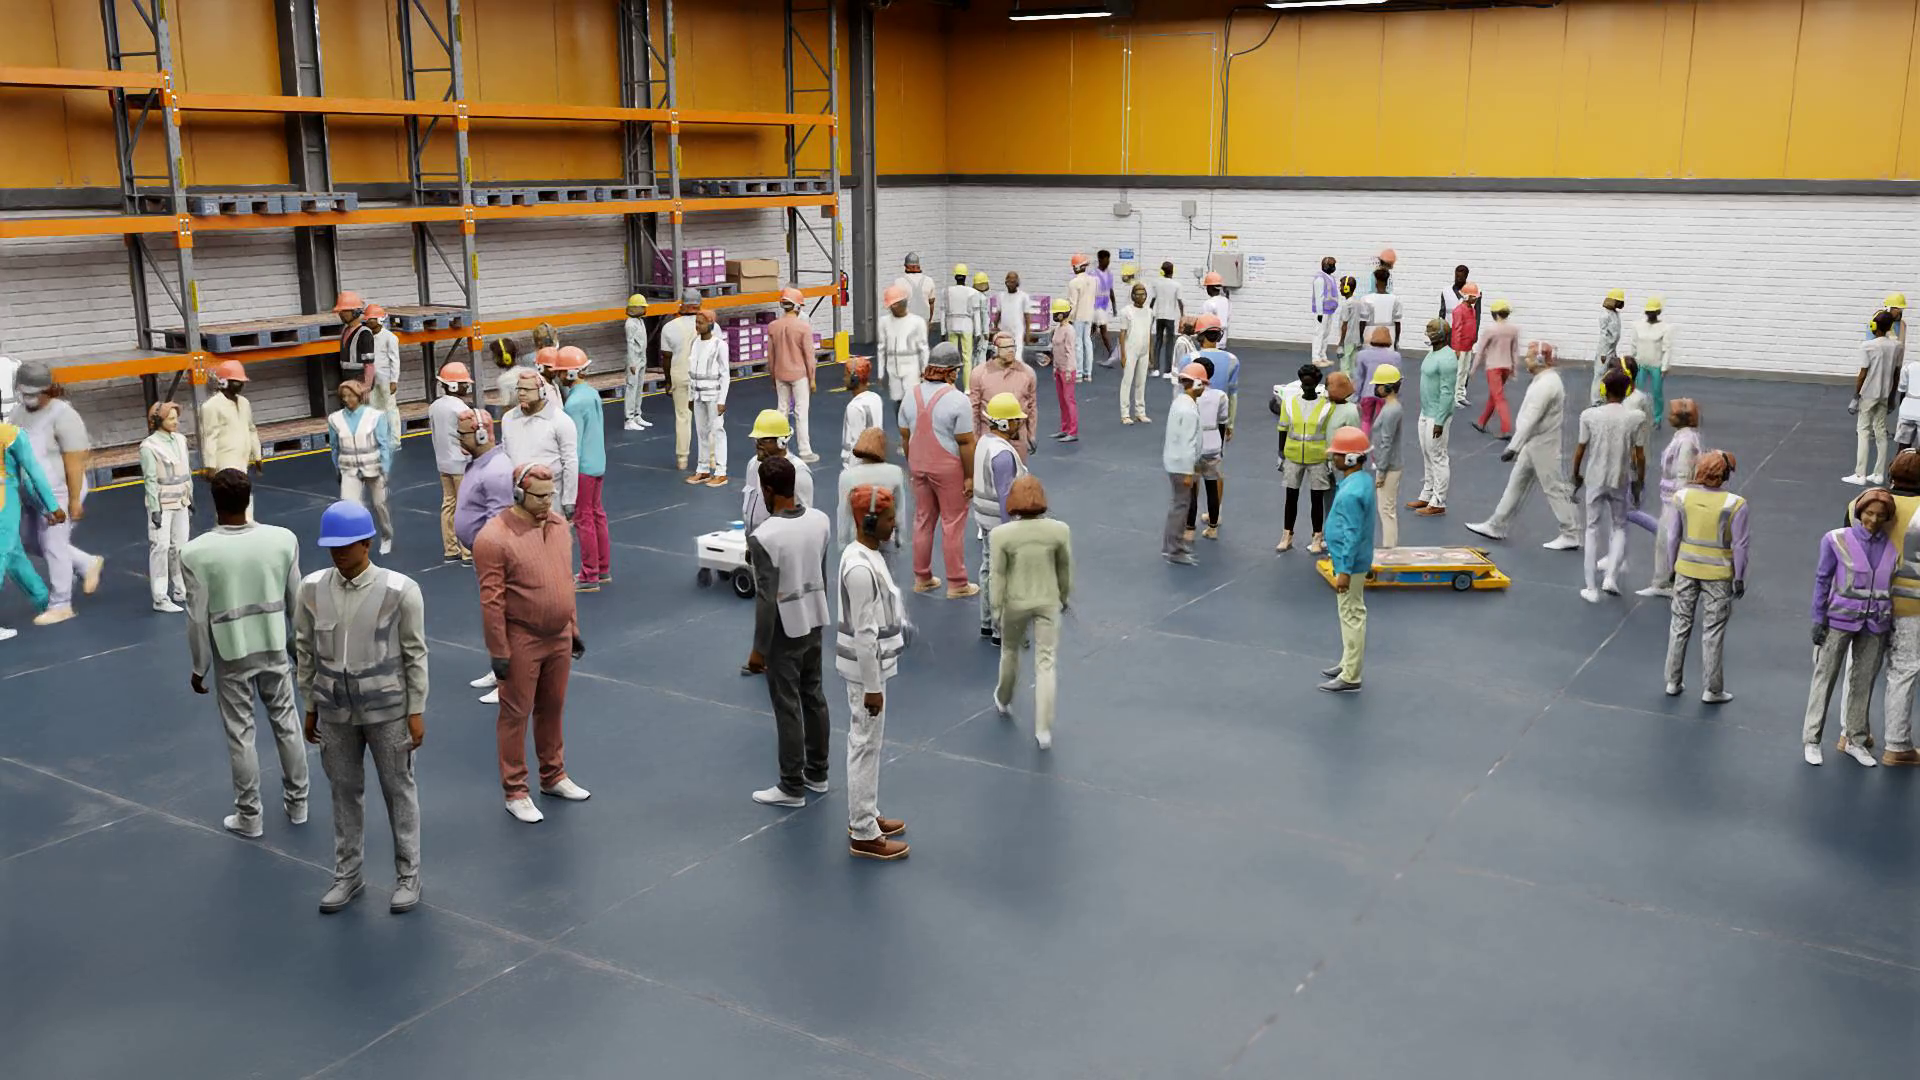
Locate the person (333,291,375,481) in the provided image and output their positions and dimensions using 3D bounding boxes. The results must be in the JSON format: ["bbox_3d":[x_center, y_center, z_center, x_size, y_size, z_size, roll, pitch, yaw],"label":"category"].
[{"bbox_3d":[-6.537,-1.666,18.020,0.366,2.047,0.608,-12,17,-42],"label":"person"}]

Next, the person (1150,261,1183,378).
[{"bbox_3d":[3.280,-3.487,26.383,0.600,1.847,0.397,7,15,28],"label":"person"}]

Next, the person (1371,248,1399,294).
[{"bbox_3d":[6.746,-3.641,26.623,0.476,2.030,0.635,-2,13,-8],"label":"person"}]

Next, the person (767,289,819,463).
[{"bbox_3d":[-1.906,-1.875,19.057,0.609,1.986,0.393,6,14,26],"label":"person"}]

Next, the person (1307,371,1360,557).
[{"bbox_3d":[3.292,-0.666,14.587,0.279,1.631,0.504,-5,14,-22],"label":"person"}]

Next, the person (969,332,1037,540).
[{"bbox_3d":[0.396,-0.947,15.203,0.652,1.908,0.409,-2,13,-8],"label":"person"}]

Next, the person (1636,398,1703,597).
[{"bbox_3d":[5.686,-0.309,13.063,0.512,1.625,0.526,4,14,18],"label":"person"}]

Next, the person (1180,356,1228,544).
[{"bbox_3d":[2.174,-0.814,15.091,0.541,1.696,0.315,-6,14,-23],"label":"person"}]

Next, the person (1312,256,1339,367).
[{"bbox_3d":[6.107,-3.819,27.833,0.429,1.835,0.629,8,15,30],"label":"person"}]

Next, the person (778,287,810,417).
[{"bbox_3d":[-2.280,-2.531,22.436,0.563,1.742,0.339,11,17,39],"label":"person"}]

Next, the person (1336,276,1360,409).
[{"bbox_3d":[5.333,-2.696,22.912,0.328,1.861,0.500,7,15,29],"label":"person"}]

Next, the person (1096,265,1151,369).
[{"bbox_3d":[2.735,-3.644,27.324,0.913,1.715,0.545,2,13,7],"label":"person"}]

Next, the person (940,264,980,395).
[{"bbox_3d":[0.002,-3.095,24.506,0.593,1.919,0.405,2,13,7],"label":"person"}]

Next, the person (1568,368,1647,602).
[{"bbox_3d":[5.083,-0.427,13.077,0.554,1.849,0.394,4,14,17],"label":"person"}]

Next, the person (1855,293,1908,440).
[{"bbox_3d":[11.459,-2.148,20.610,0.591,1.823,0.404,-5,14,-21],"label":"person"}]

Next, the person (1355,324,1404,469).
[{"bbox_3d":[4.703,-1.602,18.669,0.520,1.625,0.351,8,15,31],"label":"person"}]

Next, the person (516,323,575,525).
[{"bbox_3d":[-3.882,-1.080,15.723,0.632,1.937,0.372,4,13,15],"label":"person"}]

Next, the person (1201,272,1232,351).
[{"bbox_3d":[3.422,-2.662,22.582,0.364,1.934,0.553,12,18,43],"label":"person"}]

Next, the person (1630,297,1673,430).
[{"bbox_3d":[8.734,-2.213,21.120,0.546,1.714,0.938,11,17,40],"label":"person"}]

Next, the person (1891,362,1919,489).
[{"bbox_3d":[9.823,-1.249,16.997,0.319,1.690,0.540,-7,15,-28],"label":"person"}]

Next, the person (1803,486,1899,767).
[{"bbox_3d":[5.138,0.496,9.537,0.513,1.639,0.311,1,13,5],"label":"person"}]

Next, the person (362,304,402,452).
[{"bbox_3d":[-6.904,-1.928,19.793,0.562,1.753,0.327,8,15,32],"label":"person"}]

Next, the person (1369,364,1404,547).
[{"bbox_3d":[3.583,-0.604,14.054,0.330,1.760,0.517,4,13,16],"label":"person"}]

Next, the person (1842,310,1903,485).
[{"bbox_3d":[9.757,-1.517,17.766,0.533,1.868,0.310,-2,13,-10],"label":"person"}]

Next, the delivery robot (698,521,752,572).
[{"bbox_3d":[-1.780,0.091,13.461,0.707,0.478,0.477,8,15,32],"label":"delivery robot"}]

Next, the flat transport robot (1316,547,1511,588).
[{"bbox_3d":[3.727,0.224,13.712,1.431,0.197,0.652,-1,13,-2],"label":"flat transport robot"}]

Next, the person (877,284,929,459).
[{"bbox_3d":[-0.654,-1.972,19.430,0.641,2.042,0.473,7,15,27],"label":"person"}]

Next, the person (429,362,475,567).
[{"bbox_3d":[-4.286,-0.646,14.244,0.563,1.748,0.328,11,17,39],"label":"person"}]

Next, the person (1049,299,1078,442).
[{"bbox_3d":[1.261,-2.092,20.510,0.349,1.758,0.522,-4,14,-17],"label":"person"}]

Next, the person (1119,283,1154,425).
[{"bbox_3d":[2.319,-2.430,21.777,0.506,1.846,0.346,-7,15,-27],"label":"person"}]

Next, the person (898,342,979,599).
[{"bbox_3d":[-0.119,-0.569,13.273,0.685,2.000,0.535,10,16,37],"label":"person"}]

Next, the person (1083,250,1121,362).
[{"bbox_3d":[2.420,-4.000,28.469,1.003,1.903,0.621,10,16,38],"label":"person"}]

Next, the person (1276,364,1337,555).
[{"bbox_3d":[3.050,-0.712,14.649,0.540,1.695,0.317,6,14,23],"label":"person"}]

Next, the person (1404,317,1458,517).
[{"bbox_3d":[4.625,-1.197,16.222,0.372,1.940,0.630,0,13,-1],"label":"person"}]

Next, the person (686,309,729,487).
[{"bbox_3d":[-2.694,-1.513,17.712,0.574,1.885,0.356,10,16,37],"label":"person"}]

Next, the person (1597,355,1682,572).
[{"bbox_3d":[5.717,-0.618,13.942,0.717,1.829,0.589,3,13,13],"label":"person"}]

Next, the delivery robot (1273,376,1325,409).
[{"bbox_3d":[4.603,-1.974,22.418,0.707,0.478,0.477,-2,13,-8],"label":"delivery robot"}]
